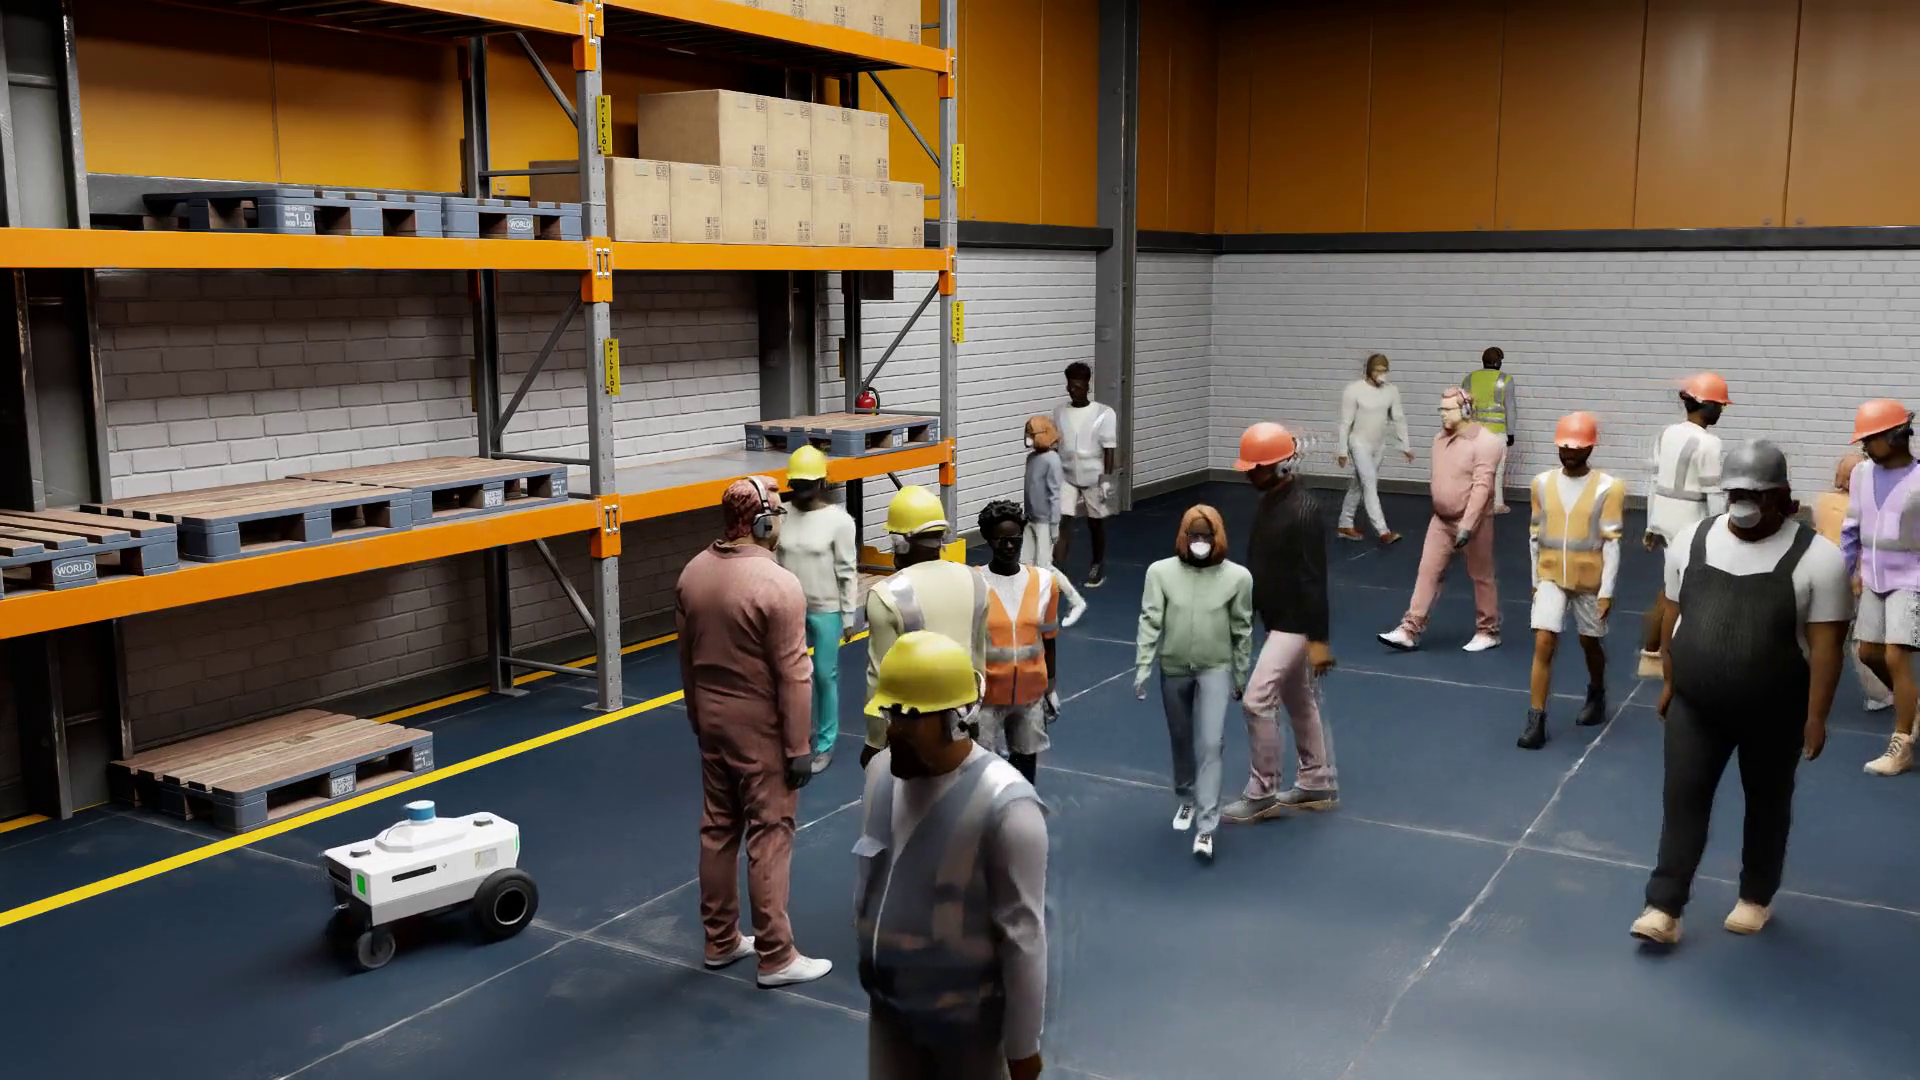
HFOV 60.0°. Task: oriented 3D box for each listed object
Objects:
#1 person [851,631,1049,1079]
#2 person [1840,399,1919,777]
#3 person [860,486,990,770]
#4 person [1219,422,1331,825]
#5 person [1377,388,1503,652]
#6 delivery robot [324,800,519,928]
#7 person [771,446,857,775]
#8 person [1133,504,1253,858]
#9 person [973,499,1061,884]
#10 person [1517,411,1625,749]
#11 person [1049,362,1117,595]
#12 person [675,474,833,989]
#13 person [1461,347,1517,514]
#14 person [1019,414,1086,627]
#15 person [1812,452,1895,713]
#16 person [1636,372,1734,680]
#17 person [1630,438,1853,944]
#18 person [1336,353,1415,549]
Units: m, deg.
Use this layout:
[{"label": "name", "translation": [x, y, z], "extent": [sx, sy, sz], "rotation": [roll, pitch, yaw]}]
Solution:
[{"label": "person", "translation": [0.023, 1.096, 4.120], "extent": [0.744, 1.806, 0.613], "rotation": [-8, 12, -41]}, {"label": "person", "translation": [5.119, 0.230, 8.958], "extent": [0.742, 1.989, 0.642], "rotation": [-3, 9, -16]}, {"label": "person", "translation": [-0.154, 0.698, 6.519], "extent": [0.601, 1.827, 0.404], "rotation": [-8, 12, -43]}, {"label": "person", "translation": [1.515, 0.405, 7.981], "extent": [0.774, 1.938, 0.750], "rotation": [-1, 9, -9]}, {"label": "person", "translation": [3.380, -0.112, 11.510], "extent": [0.989, 1.855, 0.641], "rotation": [-5, 10, -28]}, {"label": "delivery robot", "translation": [-2.122, 1.277, 6.584], "extent": [0.707, 0.478, 0.477], "rotation": [-9, 13, -43]}, {"label": "person", "translation": [-0.798, 0.371, 8.756], "extent": [0.571, 1.753, 0.410], "rotation": [3, 10, 17]}, {"label": "person", "translation": [1.066, 0.639, 7.629], "extent": [0.516, 1.592, 0.857], "rotation": [2, 9, 14]}, {"label": "person", "translation": [0.183, 0.668, 7.156], "extent": [0.550, 1.699, 0.343], "rotation": [-3, 10, -18]}, {"label": "person", "translation": [3.497, 0.201, 9.477], "extent": [0.540, 1.895, 1.002], "rotation": [7, 11, 36]}, {"label": "person", "translation": [0.986, -0.506, 13.763], "extent": [0.608, 1.911, 0.997], "rotation": [3, 10, 20]}, {"label": "person", "translation": [-0.765, 0.706, 6.230], "extent": [0.642, 1.909, 0.399], "rotation": [8, 12, 42]}, {"label": "person", "translation": [5.855, -1.209, 18.389], "extent": [0.626, 1.844, 0.429], "rotation": [9, 13, 44]}, {"label": "person", "translation": [0.618, -0.125, 12.325], "extent": [0.631, 1.620, 0.509], "rotation": [-4, 10, -21]}, {"label": "person", "translation": [5.263, 0.274, 9.891], "extent": [0.858, 1.591, 0.527], "rotation": [-4, 10, -25]}, {"label": "person", "translation": [4.749, -0.072, 10.733], "extent": [0.717, 2.014, 0.621], "rotation": [0, 9, -1]}, {"label": "person", "translation": [2.999, 0.603, 6.457], "extent": [0.703, 2.000, 0.901], "rotation": [8, 12, 40]}, {"label": "person", "translation": [4.017, -0.869, 16.161], "extent": [0.656, 1.871, 1.042], "rotation": [-5, 10, -27]}]
